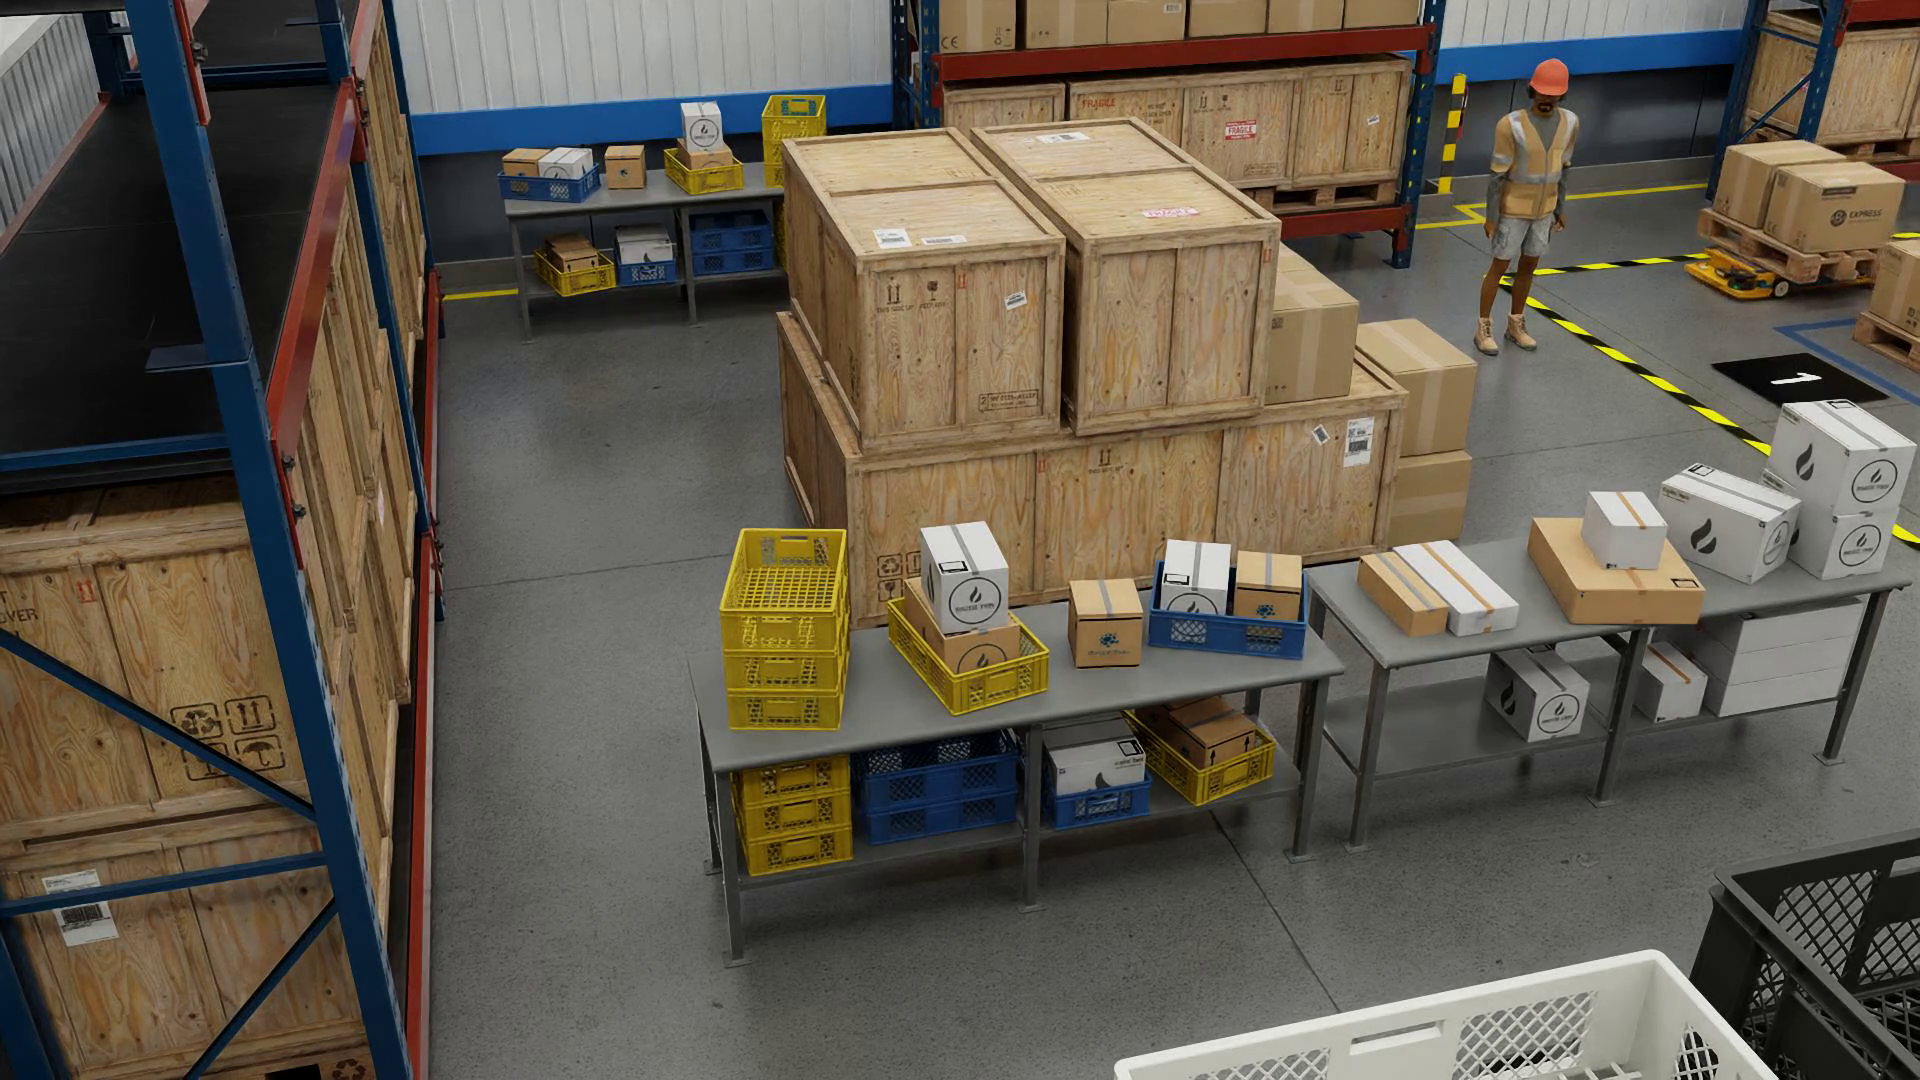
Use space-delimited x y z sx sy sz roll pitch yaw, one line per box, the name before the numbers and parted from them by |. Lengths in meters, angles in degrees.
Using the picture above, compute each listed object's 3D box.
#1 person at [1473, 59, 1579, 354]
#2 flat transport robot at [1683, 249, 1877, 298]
person | 3.894 -2.267 11.396 0.614 2.040 0.372 -7 30 -13
flat transport robot | 6.480 -2.141 12.974 1.431 0.197 0.652 -7 30 -13
